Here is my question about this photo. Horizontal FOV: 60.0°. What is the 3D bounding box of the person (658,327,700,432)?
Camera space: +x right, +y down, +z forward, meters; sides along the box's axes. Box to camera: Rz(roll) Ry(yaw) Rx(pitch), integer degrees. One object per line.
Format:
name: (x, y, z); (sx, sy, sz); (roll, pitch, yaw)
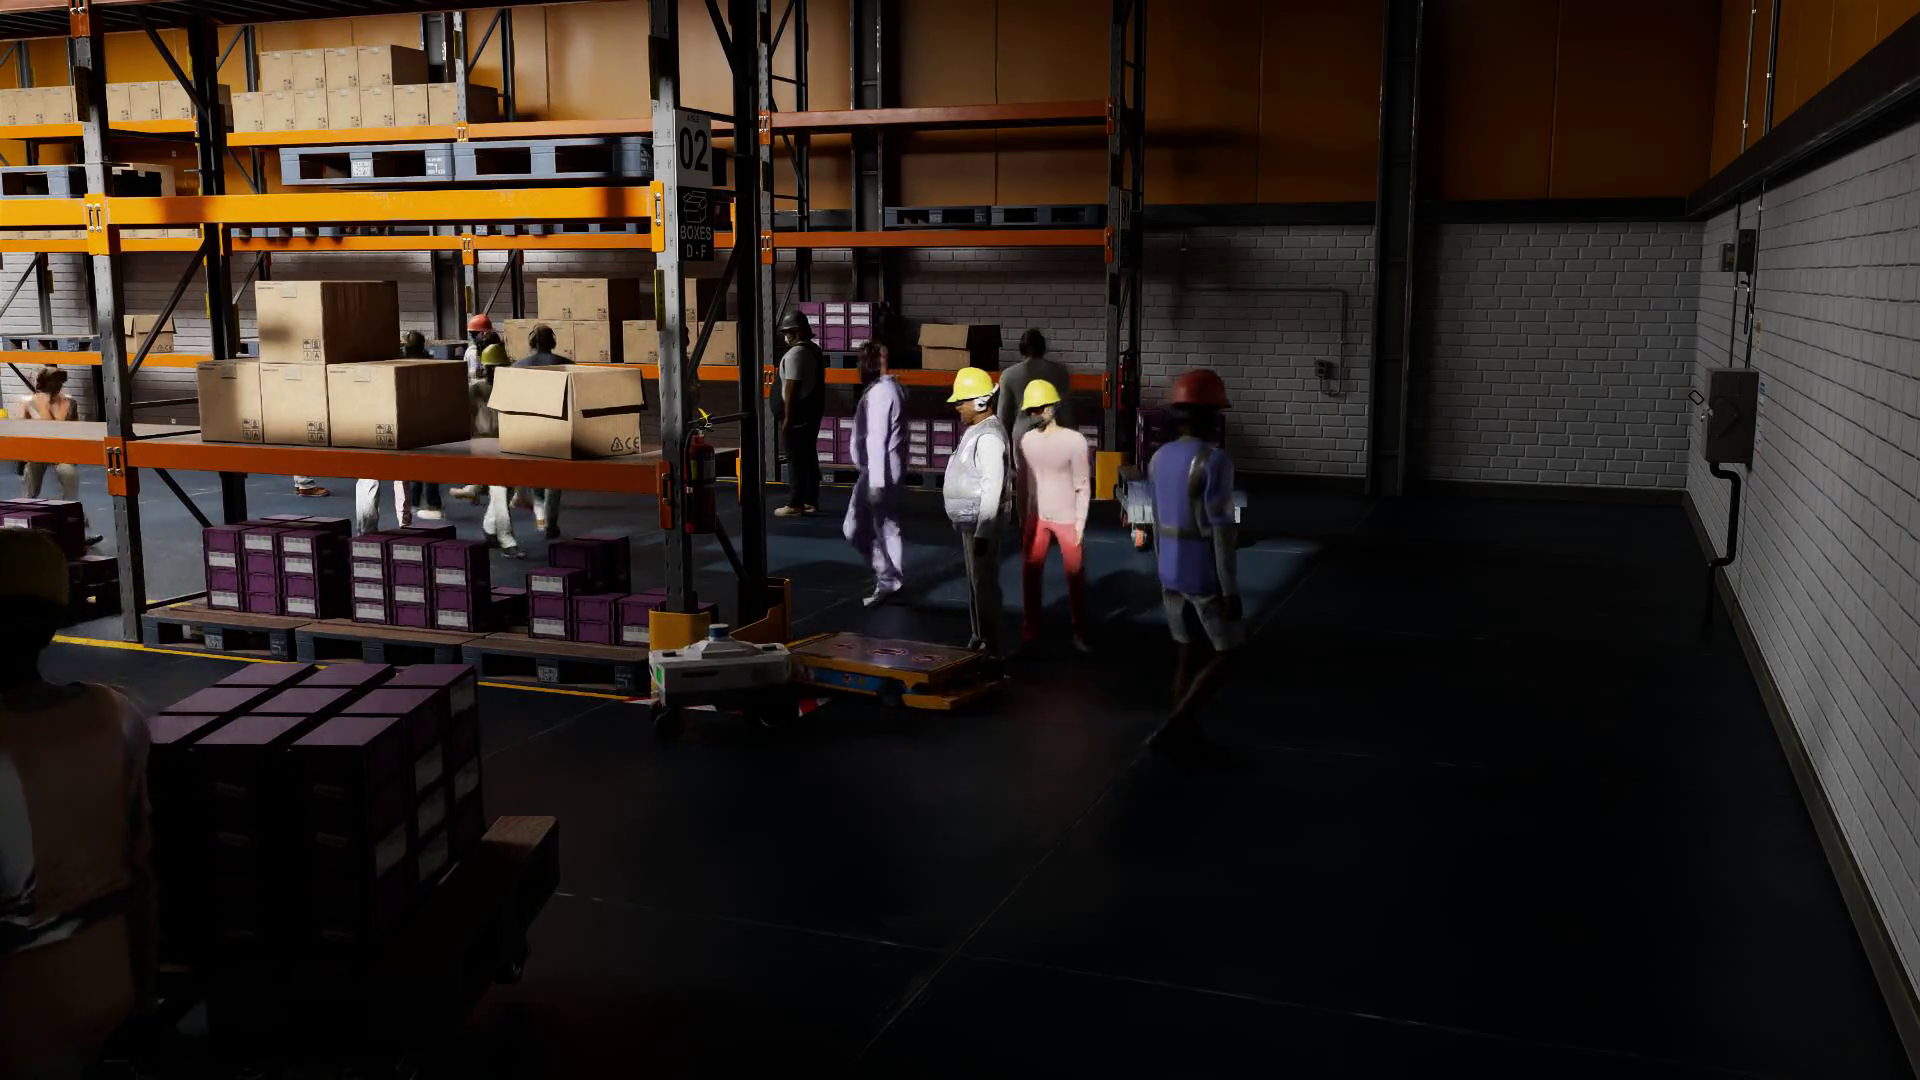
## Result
person: (-3.042, -1.435, 18.089); (0.429, 1.846, 0.627); (-5, 10, -27)

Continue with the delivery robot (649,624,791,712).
delivery robot: (-1.240, 0.675, 8.574); (0.707, 0.478, 0.477); (-3, 9, -16)

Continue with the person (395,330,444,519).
person: (-5.328, -1.110, 16.103); (0.759, 1.822, 0.541); (3, 10, 18)

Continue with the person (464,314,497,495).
person: (-5.137, -1.449, 17.876); (0.377, 1.936, 0.549); (-3, 9, -16)

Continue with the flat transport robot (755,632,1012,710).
flat transport robot: (-0.483, 0.721, 9.471); (1.431, 0.197, 0.652); (6, 11, 32)

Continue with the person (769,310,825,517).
person: (-1.604, -1.259, 16.365); (0.535, 2.000, 0.688); (3, 9, 16)

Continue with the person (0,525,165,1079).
person: (-1.701, 0.918, 3.220); (0.854, 1.885, 0.620); (1, 9, 8)

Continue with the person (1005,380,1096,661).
person: (0.589, -0.124, 10.236); (0.546, 1.727, 0.622); (5, 10, 29)

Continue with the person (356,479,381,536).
person: (-5.063, -0.849, 14.281); (0.337, 1.882, 0.583); (-4, 10, -26)

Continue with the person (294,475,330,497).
person: (-6.984, -1.422, 17.710); (0.372, 1.940, 0.630); (-5, 10, -28)

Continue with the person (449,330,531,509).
person: (-4.763, -1.206, 16.791); (0.951, 1.791, 0.631); (1, 9, 5)

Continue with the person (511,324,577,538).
person: (-3.744, -1.006, 15.185); (0.651, 1.899, 0.909); (-1, 9, -5)

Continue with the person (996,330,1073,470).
person: (0.628, -0.871, 14.430); (0.640, 1.883, 1.008); (-2, 9, -13)

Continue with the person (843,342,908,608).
person: (-0.584, -0.449, 11.746); (0.444, 1.890, 0.672); (2, 9, 11)

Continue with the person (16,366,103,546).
person: (-7.905, -0.713, 14.410); (0.922, 1.576, 0.569); (7, 11, 37)

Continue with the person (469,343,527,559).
person: (-3.915, -0.768, 14.066); (0.887, 1.797, 0.594); (8, 12, 42)

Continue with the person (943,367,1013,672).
person: (0.101, -0.104, 9.796); (0.403, 1.823, 0.586); (-1, 9, -6)

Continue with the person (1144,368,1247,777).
person: (1.102, 0.165, 7.769); (0.555, 1.924, 0.601); (-5, 10, -29)

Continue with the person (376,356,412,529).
person: (-5.122, -0.992, 14.832); (0.609, 1.995, 0.376); (-4, 10, -25)
